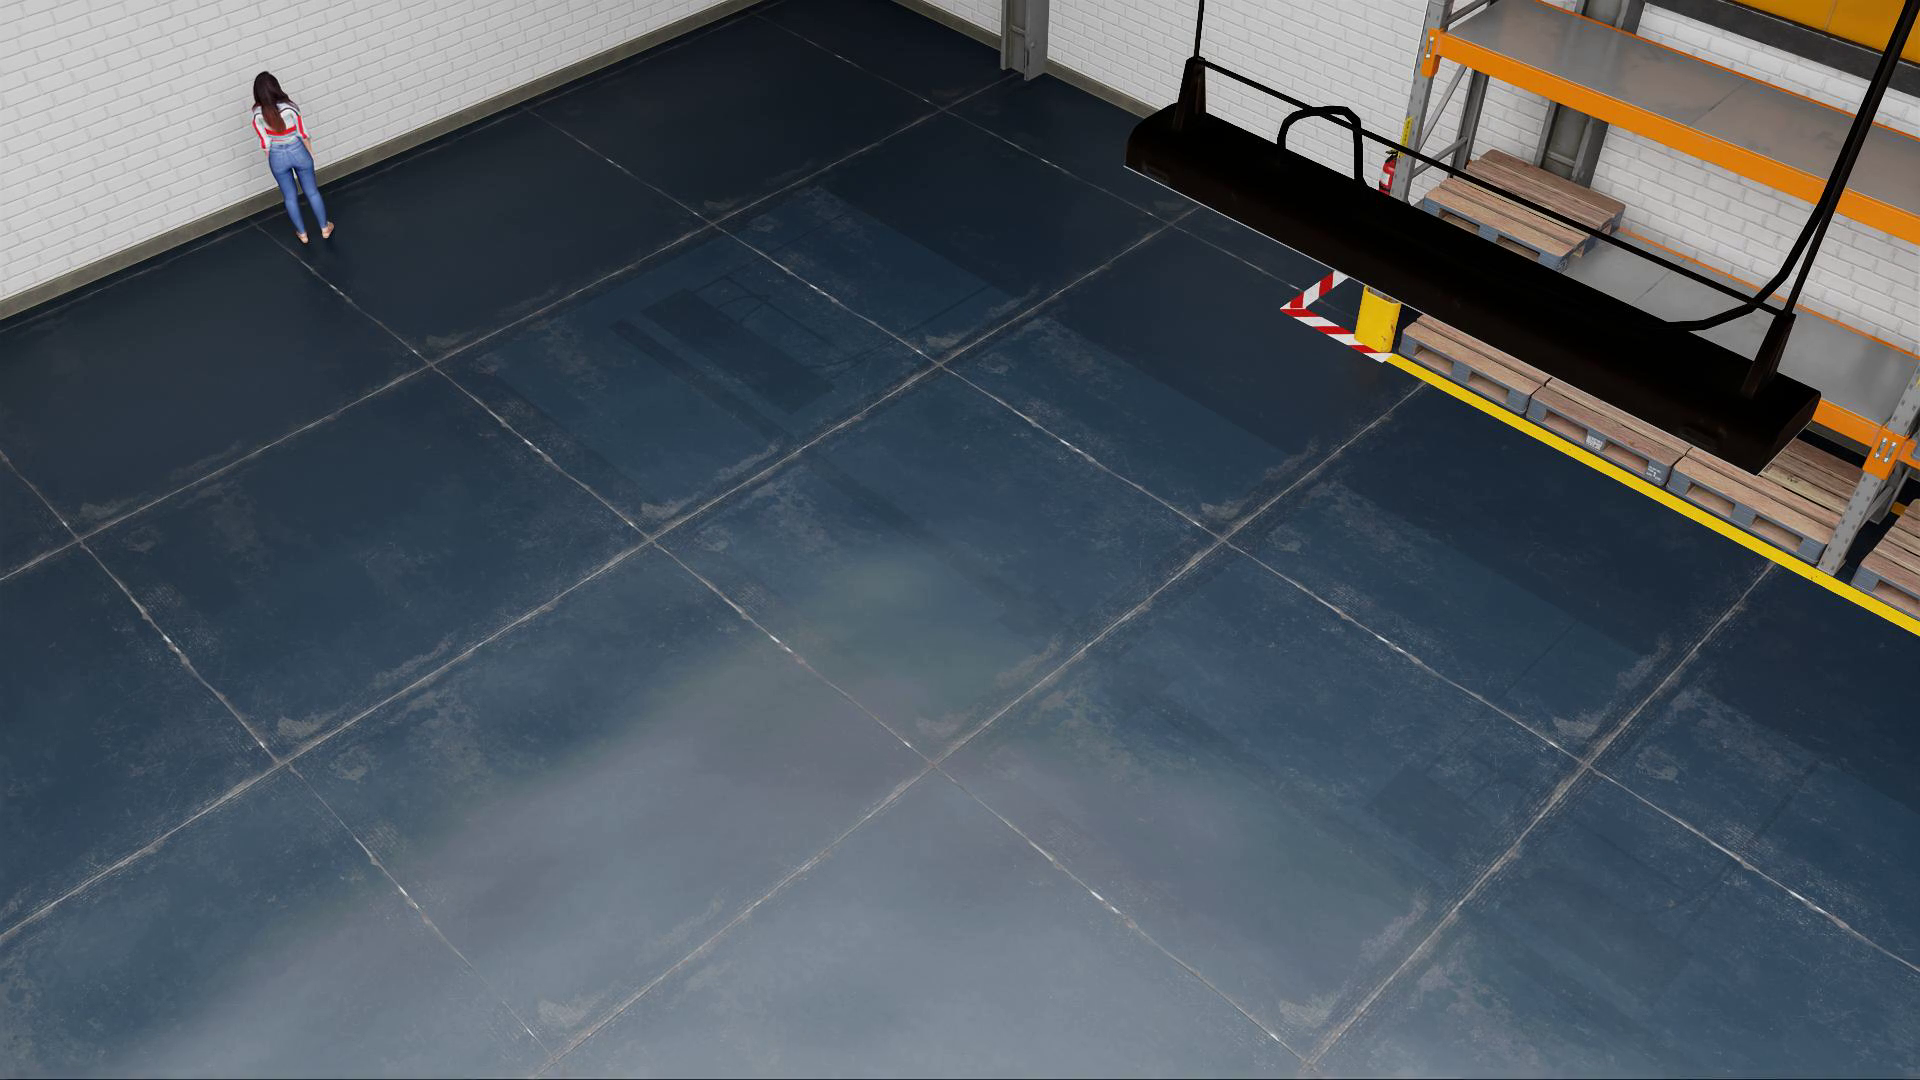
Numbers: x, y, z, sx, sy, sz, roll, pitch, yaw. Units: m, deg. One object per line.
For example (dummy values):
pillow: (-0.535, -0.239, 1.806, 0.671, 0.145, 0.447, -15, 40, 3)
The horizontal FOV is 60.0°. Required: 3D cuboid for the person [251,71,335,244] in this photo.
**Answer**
person: (-5.938, -3.389, 14.716, 0.663, 1.612, 0.644, -14, 45, -15)
